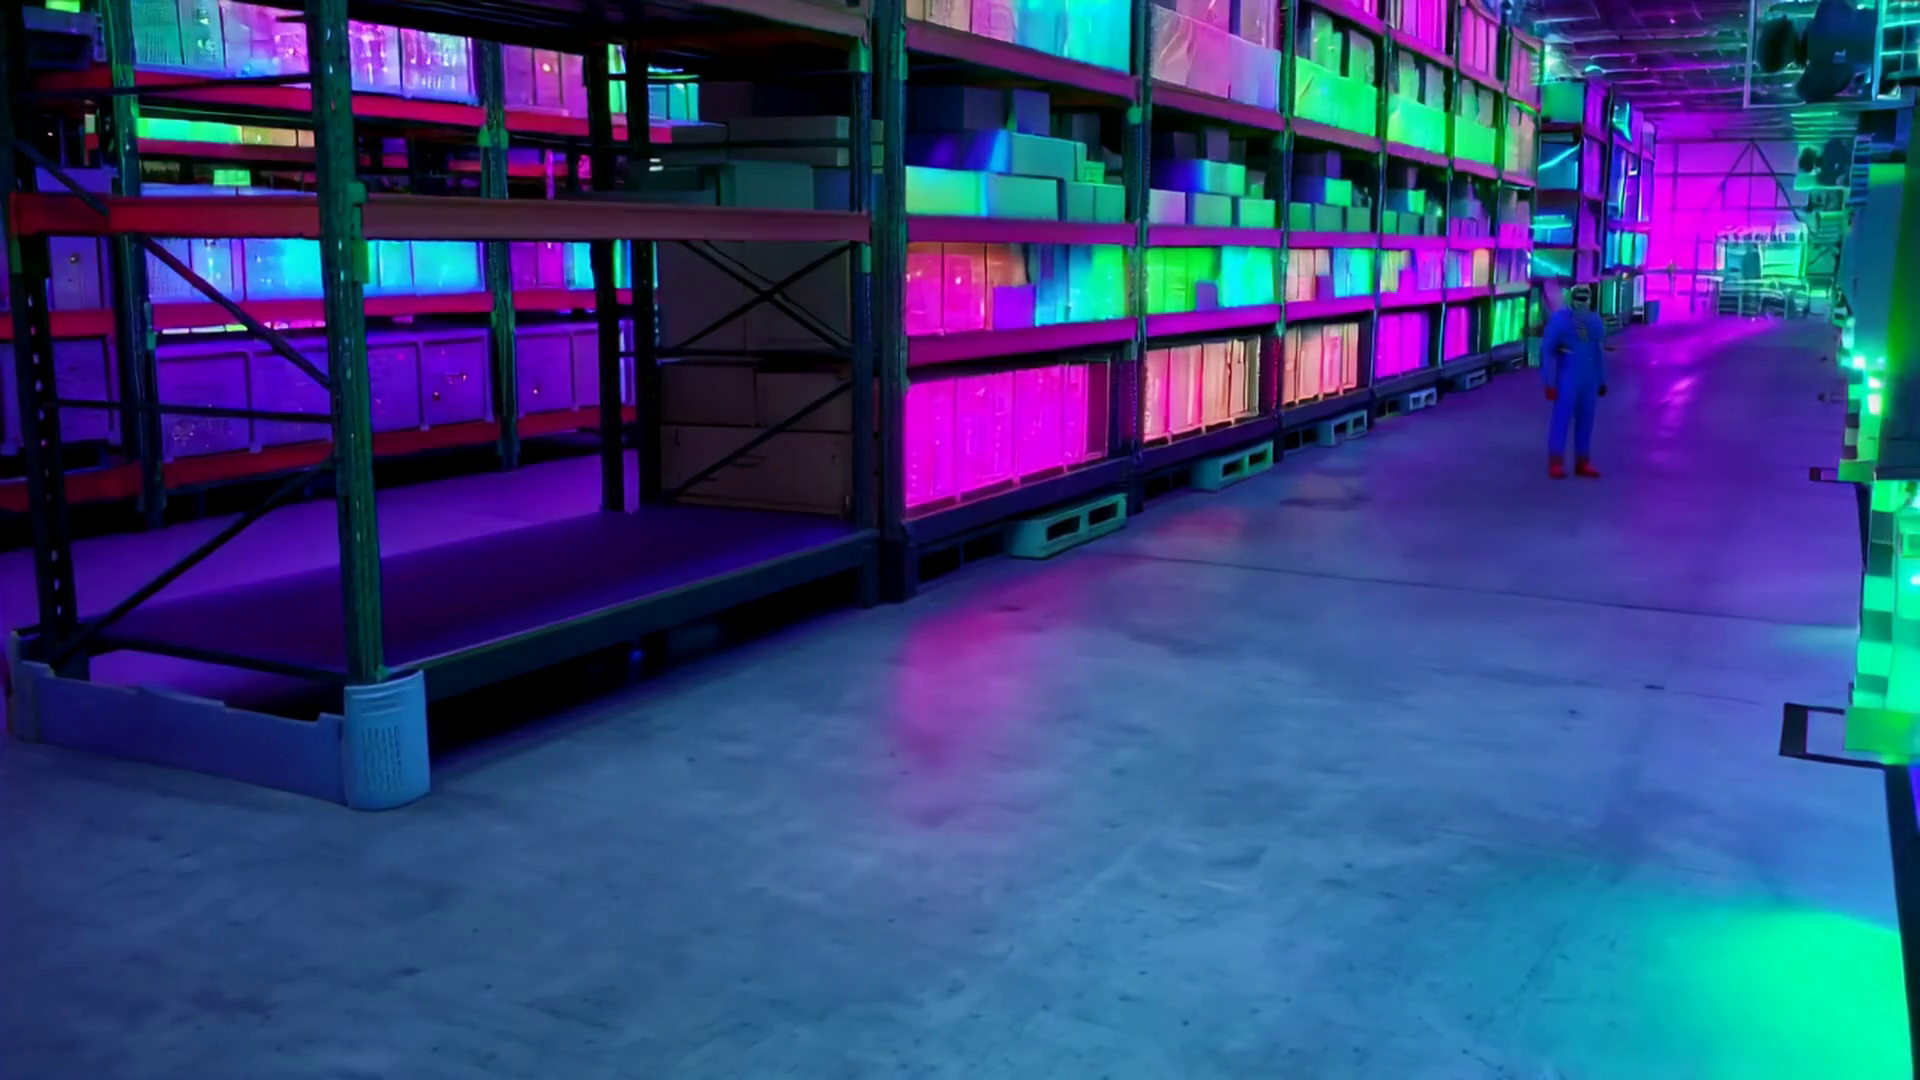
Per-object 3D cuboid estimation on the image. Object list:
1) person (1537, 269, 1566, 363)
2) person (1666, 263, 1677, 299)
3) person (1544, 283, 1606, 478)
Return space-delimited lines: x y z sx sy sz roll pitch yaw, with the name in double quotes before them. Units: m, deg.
"person" 11.390 -4.269 31.981 0.661 1.869 0.498 -4 10 -21
"person" 33.894 -12.330 79.174 0.540 1.690 0.320 -8 13 -39
"person" 5.968 -1.539 16.127 0.653 1.894 0.401 -3 10 -15
